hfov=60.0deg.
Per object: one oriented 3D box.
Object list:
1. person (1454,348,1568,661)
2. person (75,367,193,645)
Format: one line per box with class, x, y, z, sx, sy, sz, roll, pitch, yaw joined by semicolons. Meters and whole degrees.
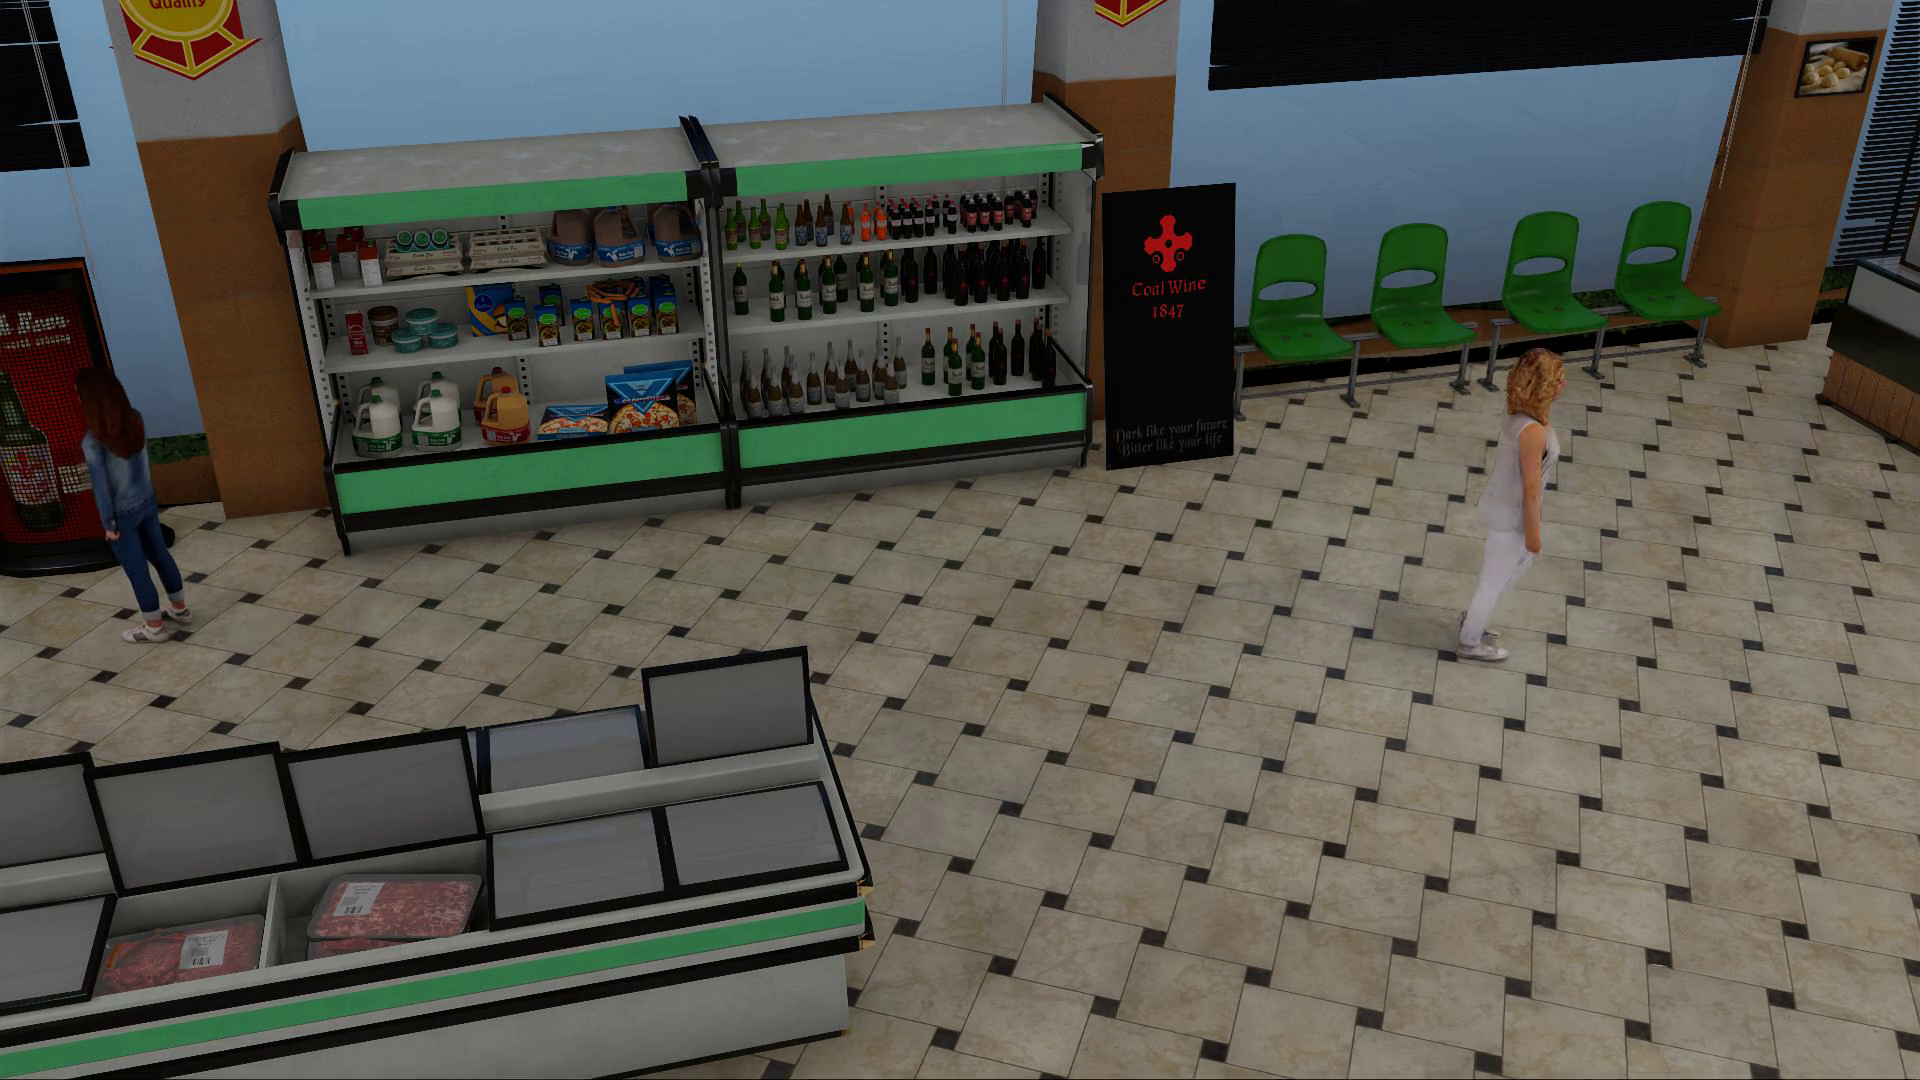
person;2.588;-0.153;8.075;0.679;1.662;0.670;5;29;9
person;-4.139;-0.174;8.308;0.647;1.475;0.646;7;29;12
